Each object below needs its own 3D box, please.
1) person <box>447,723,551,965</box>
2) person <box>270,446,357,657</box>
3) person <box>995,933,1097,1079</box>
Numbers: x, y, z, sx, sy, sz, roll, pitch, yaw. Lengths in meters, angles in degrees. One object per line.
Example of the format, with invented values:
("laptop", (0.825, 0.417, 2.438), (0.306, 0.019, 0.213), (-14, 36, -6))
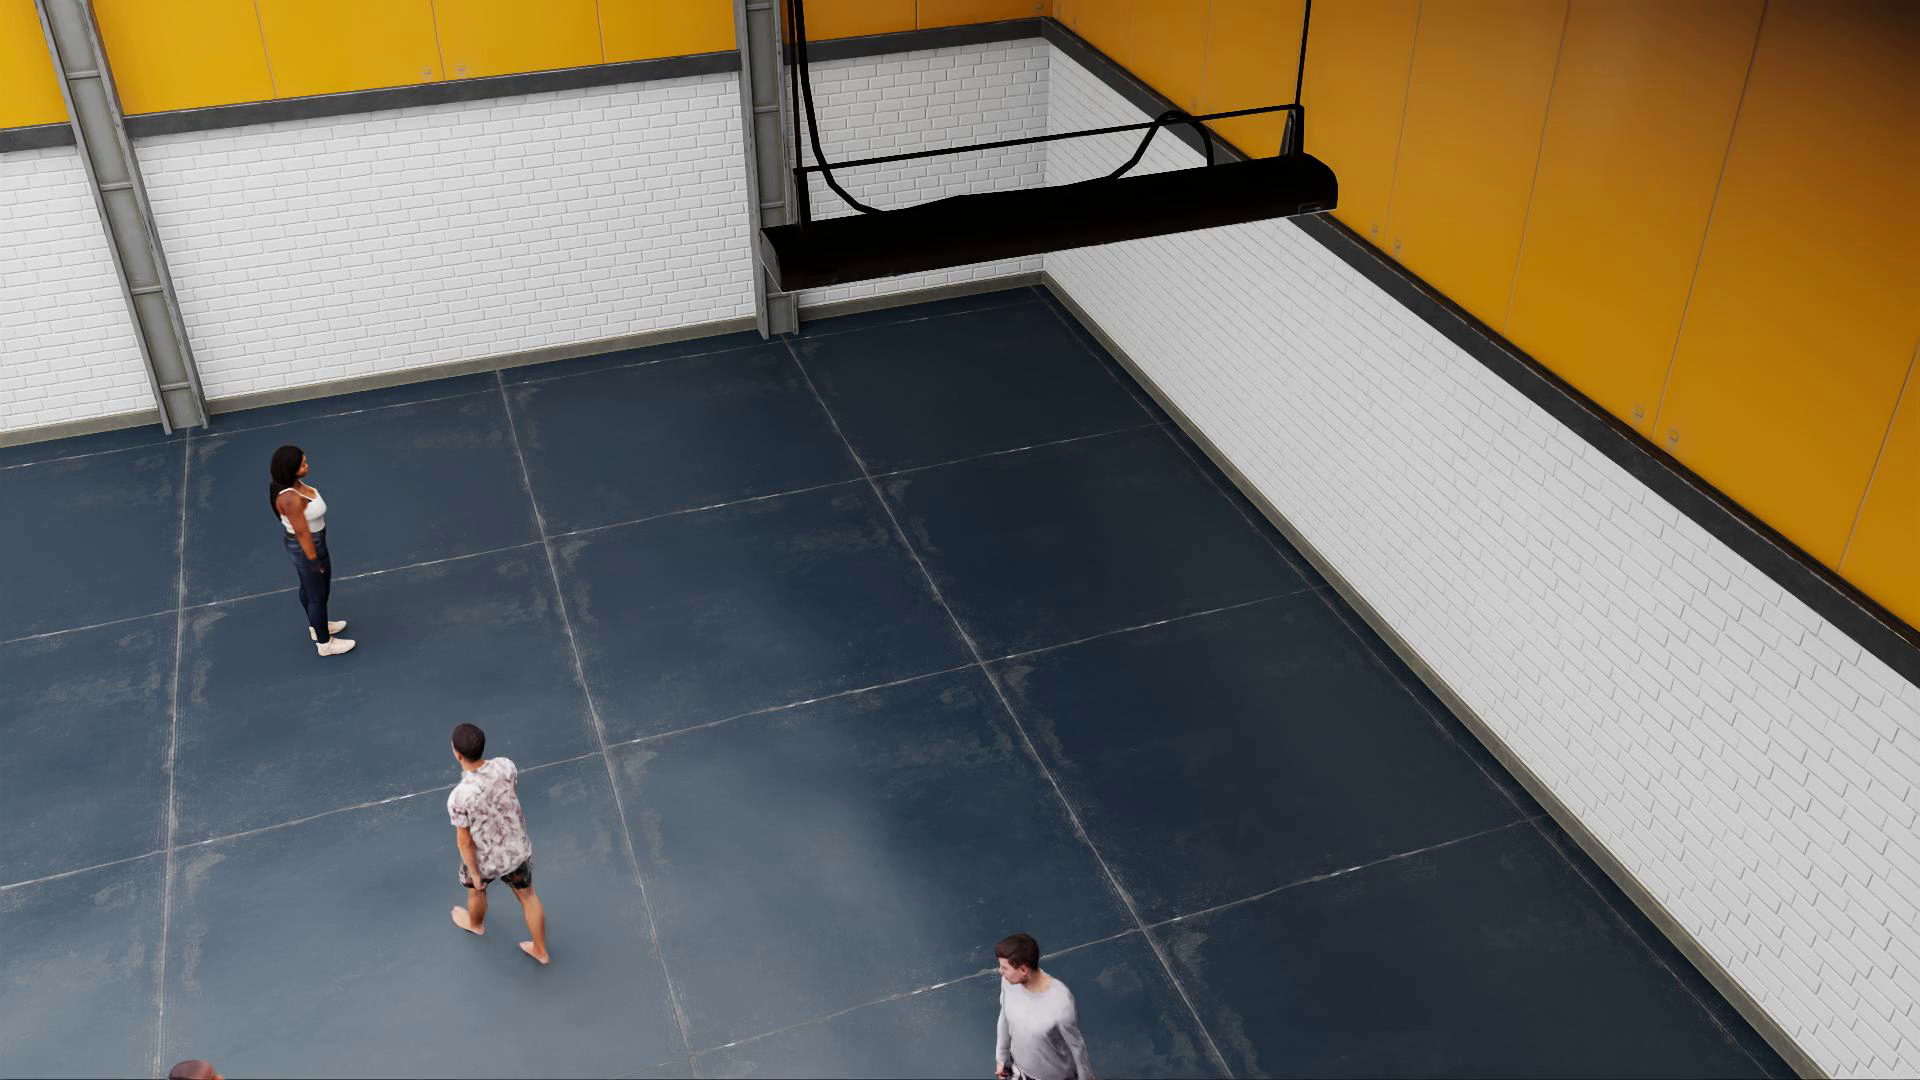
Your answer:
("person", (-2.782, 1.918, 10.172), (1.018, 1.788, 1.069), (27, 42, 34))
("person", (-5.098, 0.073, 12.935), (0.639, 1.802, 0.669), (-16, 37, -23))
("person", (0.507, 2.784, 8.855), (0.899, 1.805, 0.886), (15, 36, 21))
